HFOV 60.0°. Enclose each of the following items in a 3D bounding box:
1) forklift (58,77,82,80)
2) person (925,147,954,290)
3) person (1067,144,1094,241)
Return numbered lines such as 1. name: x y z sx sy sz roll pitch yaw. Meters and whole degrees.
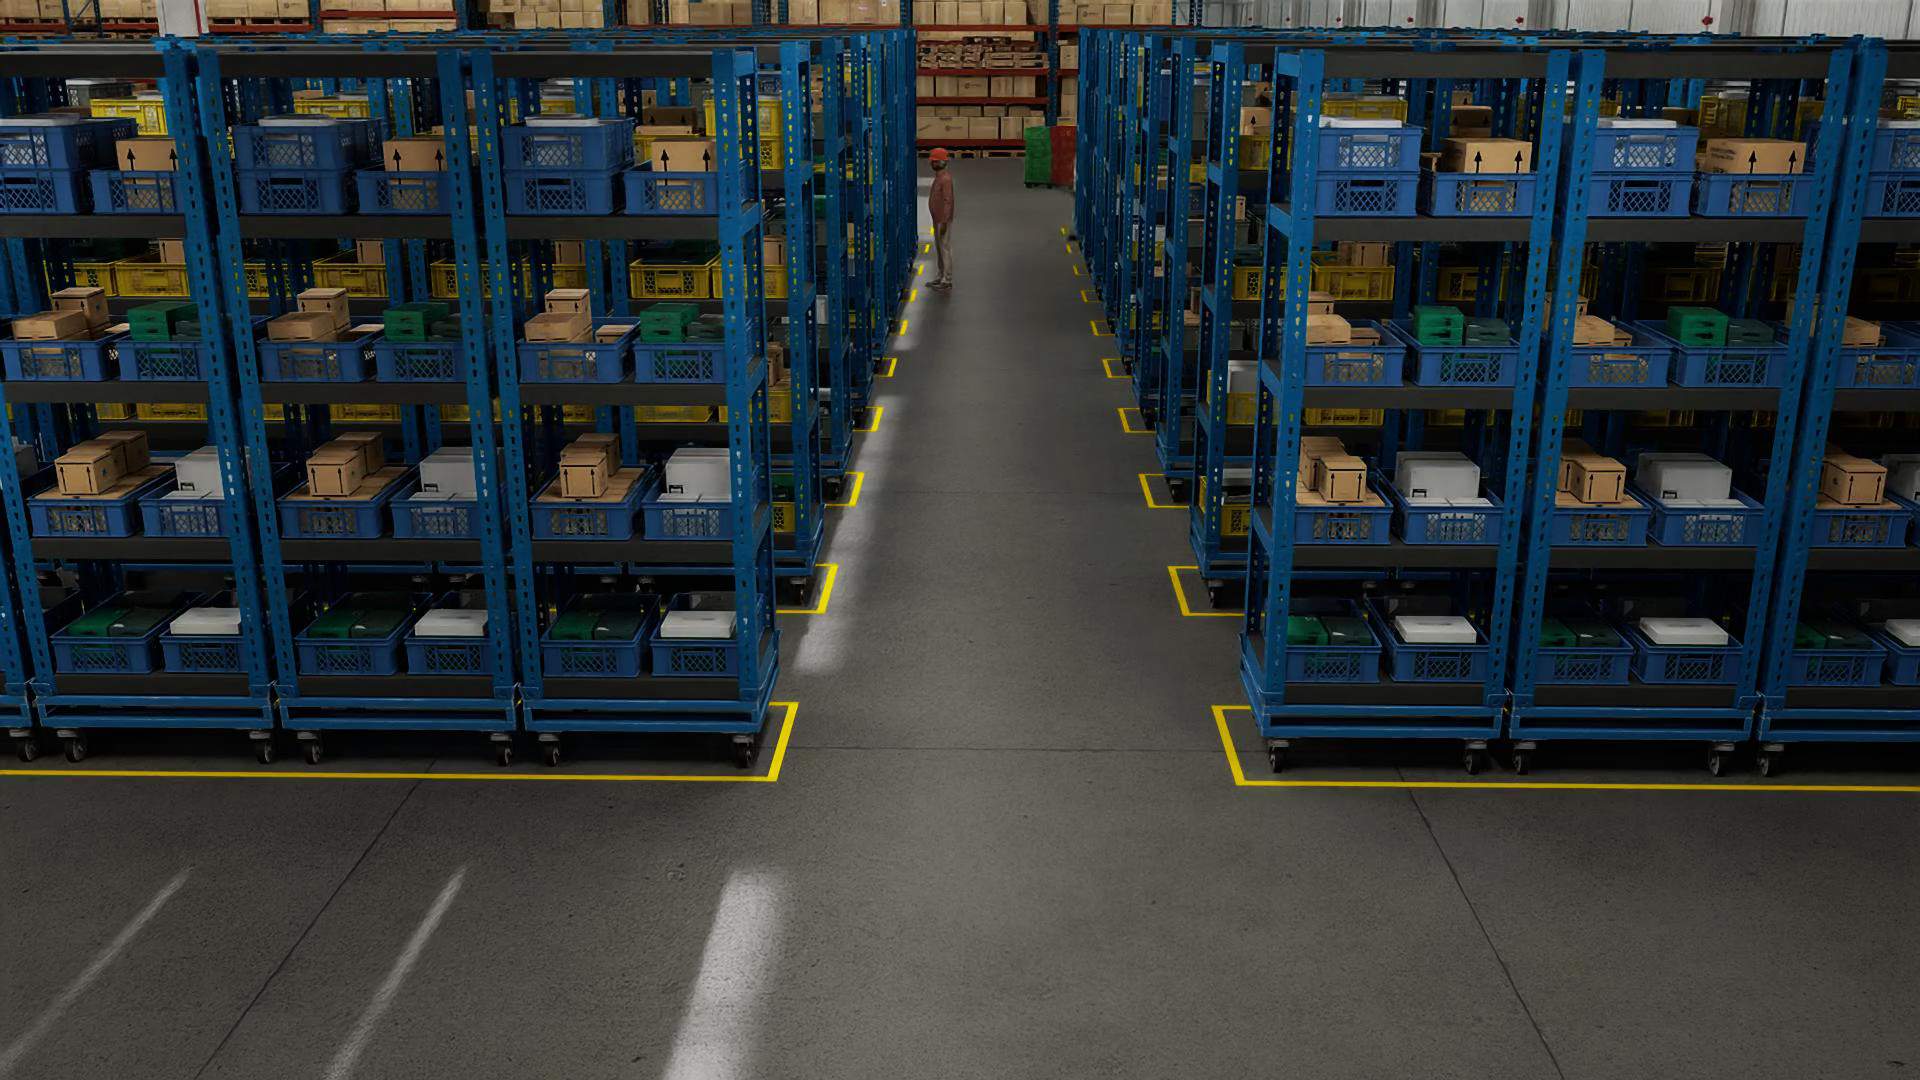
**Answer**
1. forklift: -26.693 -13.293 50.003 1.873 2.768 1.129 0 17 1
2. person: -0.274 -4.555 23.608 0.375 1.997 0.612 -4 18 -14
3. person: 2.215 -6.065 28.791 0.812 1.780 0.609 -5 18 -16
